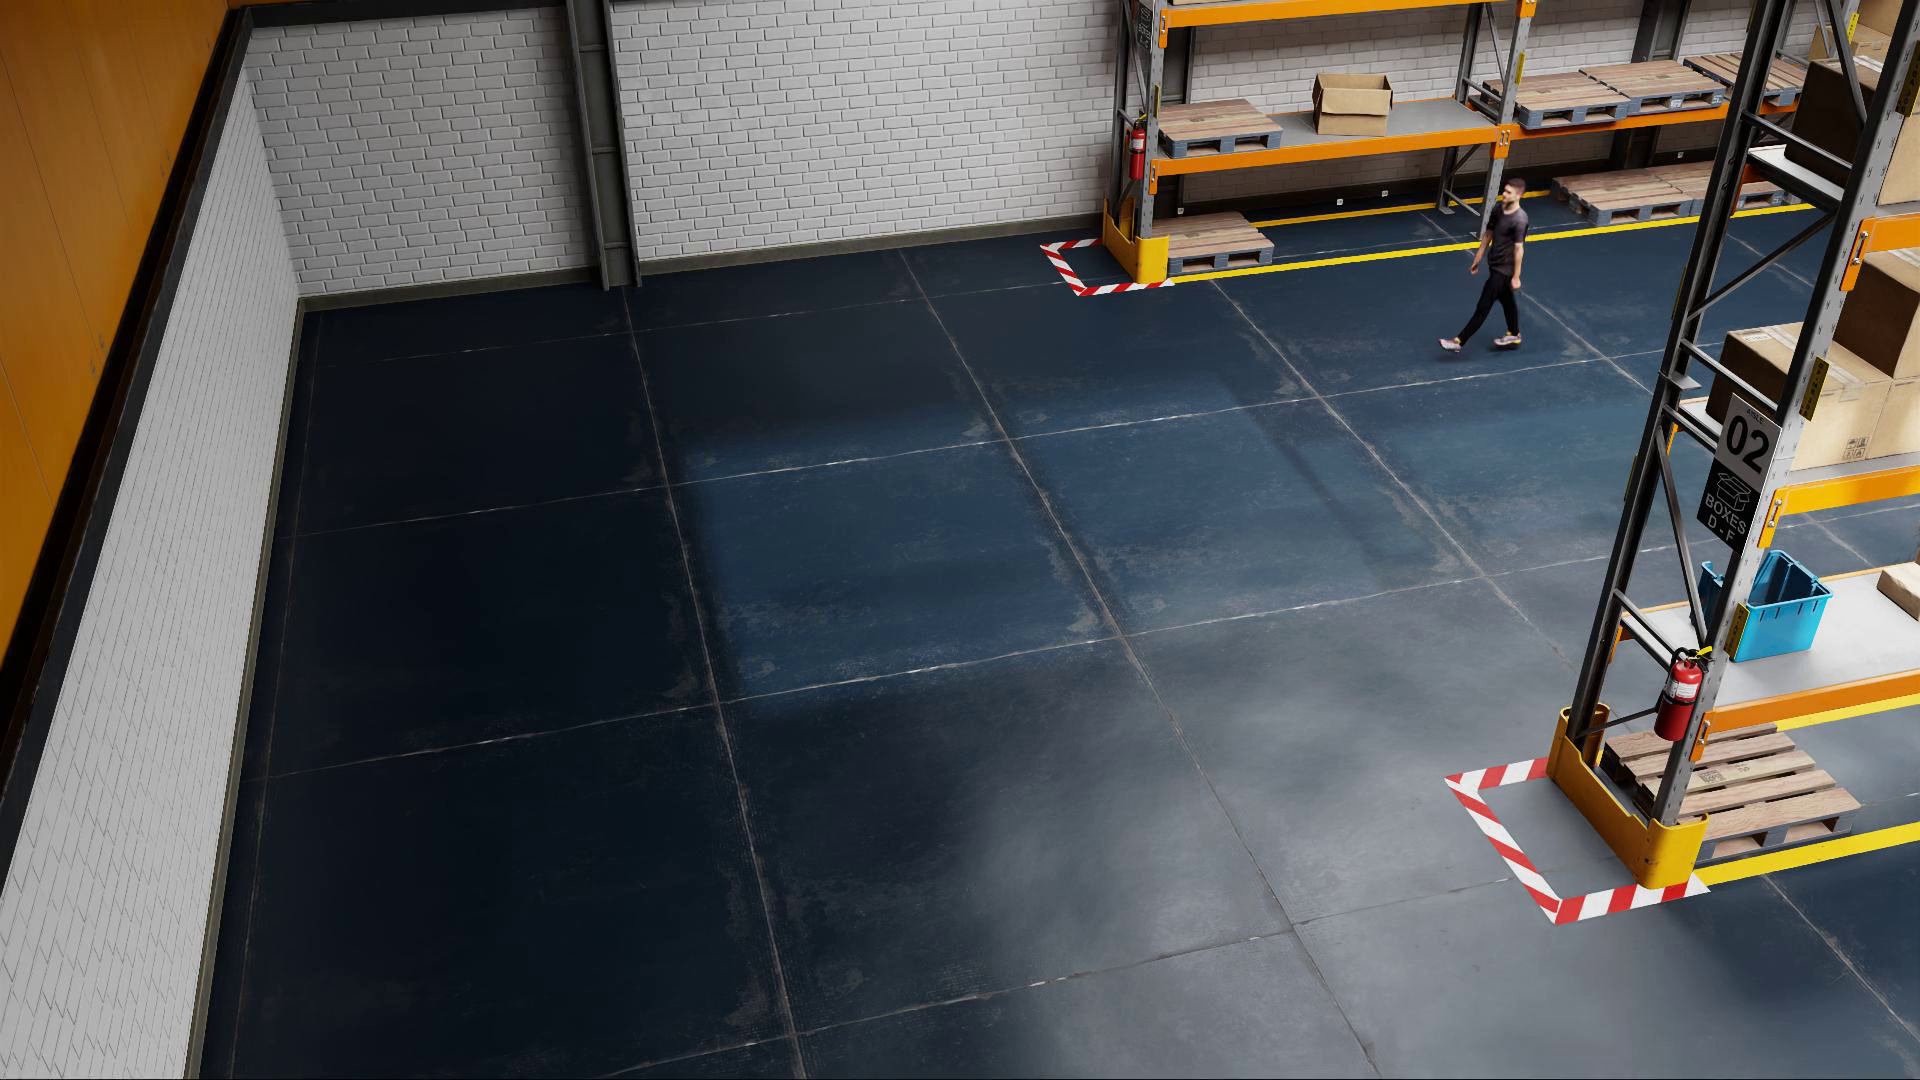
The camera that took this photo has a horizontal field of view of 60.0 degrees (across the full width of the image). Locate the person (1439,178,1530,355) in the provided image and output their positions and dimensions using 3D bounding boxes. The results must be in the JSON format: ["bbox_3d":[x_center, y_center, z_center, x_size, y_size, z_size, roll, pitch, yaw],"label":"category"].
[{"bbox_3d":[5.166,-2.550,15.653,1.135,1.713,0.663,-8,34,-11],"label":"person"}]
